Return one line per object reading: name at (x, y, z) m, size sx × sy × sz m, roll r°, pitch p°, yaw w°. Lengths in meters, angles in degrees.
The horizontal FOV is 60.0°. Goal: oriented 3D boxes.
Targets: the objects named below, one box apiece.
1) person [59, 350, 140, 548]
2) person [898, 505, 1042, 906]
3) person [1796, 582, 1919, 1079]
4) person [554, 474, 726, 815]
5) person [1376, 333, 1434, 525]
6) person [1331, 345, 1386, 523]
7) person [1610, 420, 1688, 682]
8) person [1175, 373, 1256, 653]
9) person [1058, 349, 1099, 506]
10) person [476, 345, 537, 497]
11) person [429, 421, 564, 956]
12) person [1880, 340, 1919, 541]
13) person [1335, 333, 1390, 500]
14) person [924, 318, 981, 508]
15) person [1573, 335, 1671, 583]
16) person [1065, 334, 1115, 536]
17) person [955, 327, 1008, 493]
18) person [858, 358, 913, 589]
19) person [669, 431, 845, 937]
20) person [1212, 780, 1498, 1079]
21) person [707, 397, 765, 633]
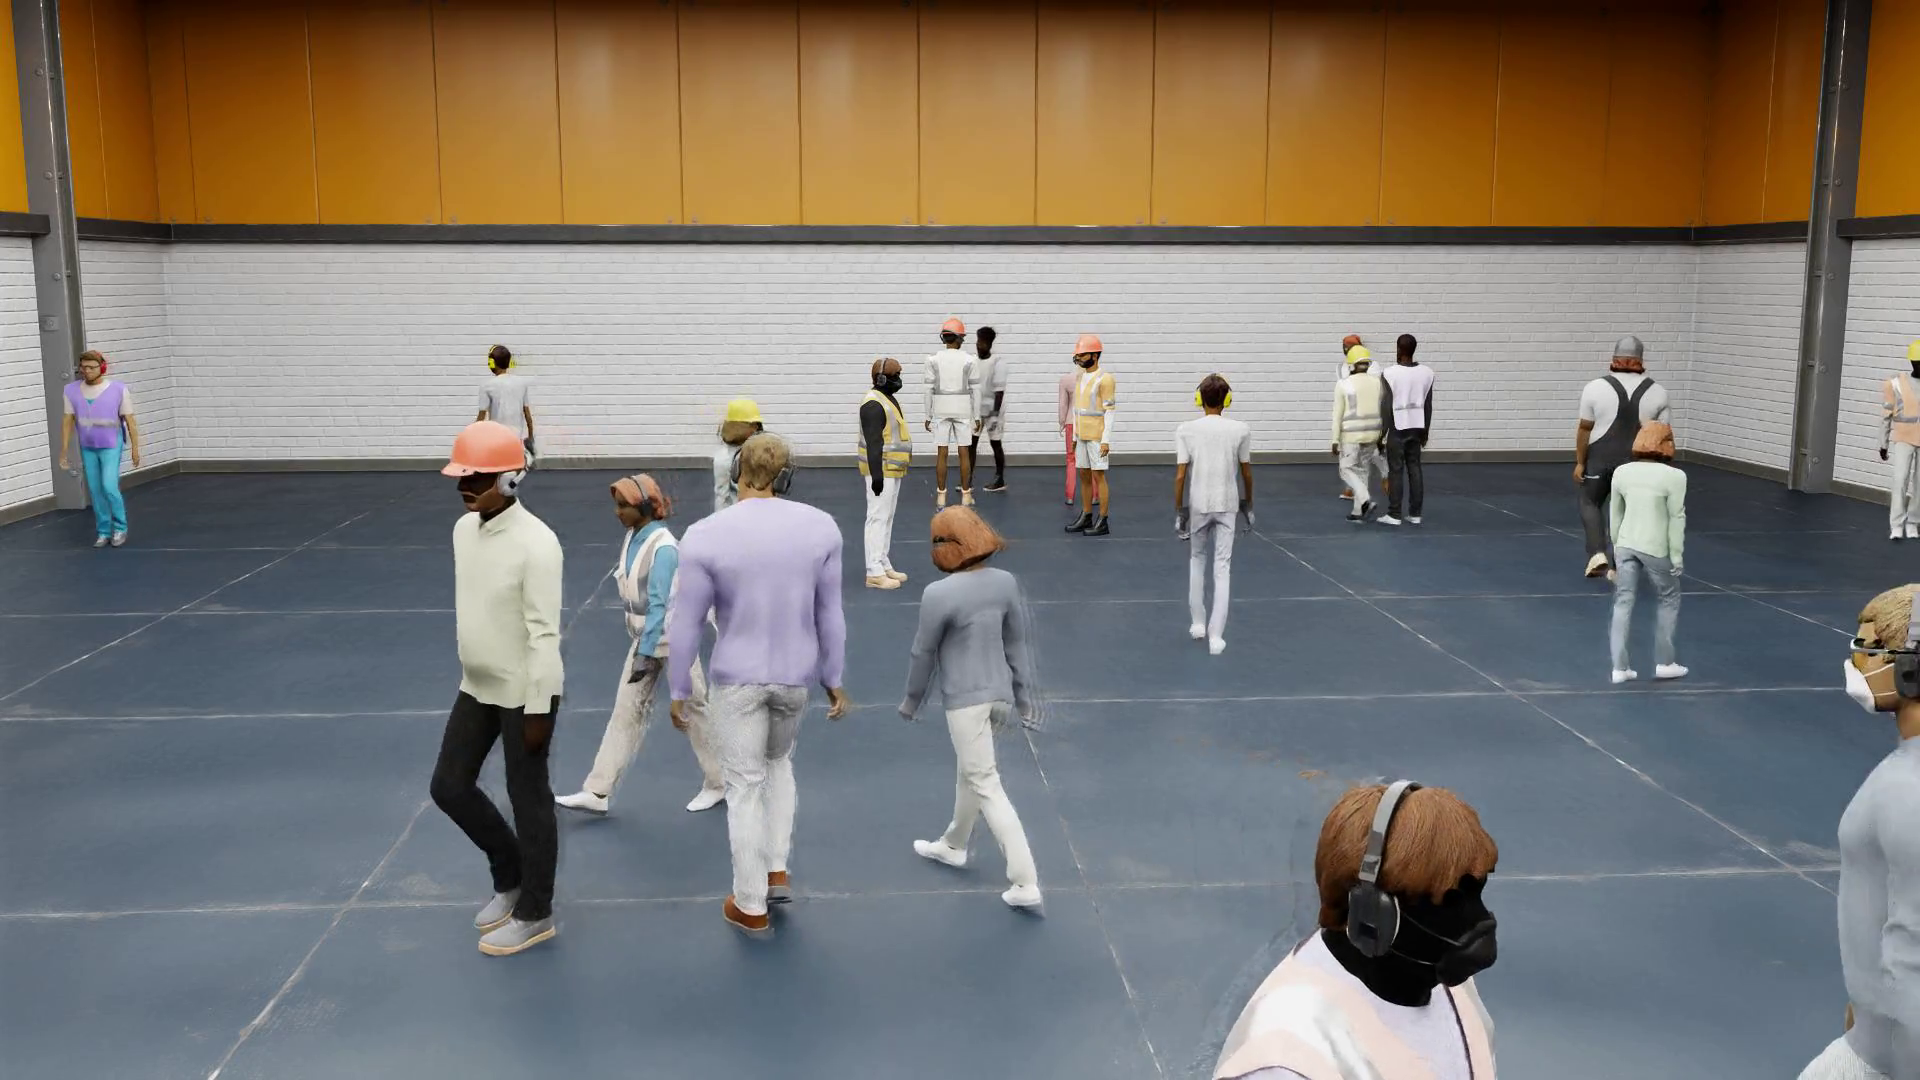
person at (-7.860, -0.821, 15.200) m, size 0.607 × 1.822 × 0.486 m, roll 0°, pitch 9°, yaw -2°
person at (0.064, 0.651, 6.687) m, size 0.824 × 1.590 × 0.494 m, roll 8°, pitch 12°, yaw 41°
person at (1.854, 1.011, 3.462) m, size 0.985 × 1.890 × 0.662 m, roll 8°, pitch 12°, yaw 42°
person at (-1.439, 0.497, 7.606) m, size 0.861 × 1.587 × 0.538 m, roll -6°, pitch 11°, yaw -35°
person at (4.467, -1.105, 16.682) m, size 0.595 × 1.918 × 0.383 m, roll -3°, pitch 10°, yaw -21°
person at (4.010, -1.030, 16.578) m, size 0.604 × 1.812 × 0.609 m, roll -3°, pitch 9°, yaw -17°
person at (4.281, 0.069, 10.242) m, size 0.620 × 1.612 × 0.533 m, roll -7°, pitch 11°, yaw -36°
person at (1.728, -0.197, 11.236) m, size 0.536 × 1.842 × 0.809 m, roll 2°, pitch 9°, yaw 11°
person at (1.331, -1.248, 18.059) m, size 0.533 × 1.766 × 0.312 m, roll 1°, pitch 9°, yaw 7°
person at (-4.365, -0.912, 15.709) m, size 0.795 × 1.837 × 0.562 m, roll 8°, pitch 12°, yaw 41°
person at (-1.681, 0.550, 6.088) m, size 0.649 × 1.978 × 0.443 m, roll 8°, pitch 12°, yaw 40°
person at (8.966, -0.918, 15.574) m, size 0.605 × 1.886 × 0.888 m, roll 4°, pitch 10°, yaw 26°
person at (4.534, -1.387, 18.647) m, size 0.738 × 1.860 × 0.634 m, roll -9°, pitch 12°, yaw -43°
person at (-0.079, -1.361, 17.902) m, size 0.615 × 2.039 × 0.386 m, roll 1°, pitch 9°, yaw 4°
person at (5.331, -0.652, 13.452) m, size 0.708 × 2.000 × 0.536 m, roll 1°, pitch 9°, yaw 9°
person at (1.242, -1.005, 15.991) m, size 0.365 × 1.935 × 0.552 m, roll -6°, pitch 11°, yaw -31°
person at (0.257, -1.474, 18.994) m, size 0.634 × 1.913 × 0.883 m, roll 7°, pitch 12°, yaw 39°
person at (-0.596, -0.541, 13.378) m, size 0.429 × 1.841 × 0.634 m, roll 2°, pitch 9°, yaw 10°
person at (-0.789, 0.541, 6.367) m, size 0.670 × 1.906 × 0.513 m, roll -4°, pitch 10°, yaw -26°
person at (0.686, 1.230, 2.390) m, size 0.927 × 1.794 × 0.654 m, roll 6°, pitch 11°, yaw 32°
person at (-1.438, -0.074, 10.782) m, size 0.516 × 1.727 × 0.507 m, roll 5°, pitch 10°, yaw 28°
